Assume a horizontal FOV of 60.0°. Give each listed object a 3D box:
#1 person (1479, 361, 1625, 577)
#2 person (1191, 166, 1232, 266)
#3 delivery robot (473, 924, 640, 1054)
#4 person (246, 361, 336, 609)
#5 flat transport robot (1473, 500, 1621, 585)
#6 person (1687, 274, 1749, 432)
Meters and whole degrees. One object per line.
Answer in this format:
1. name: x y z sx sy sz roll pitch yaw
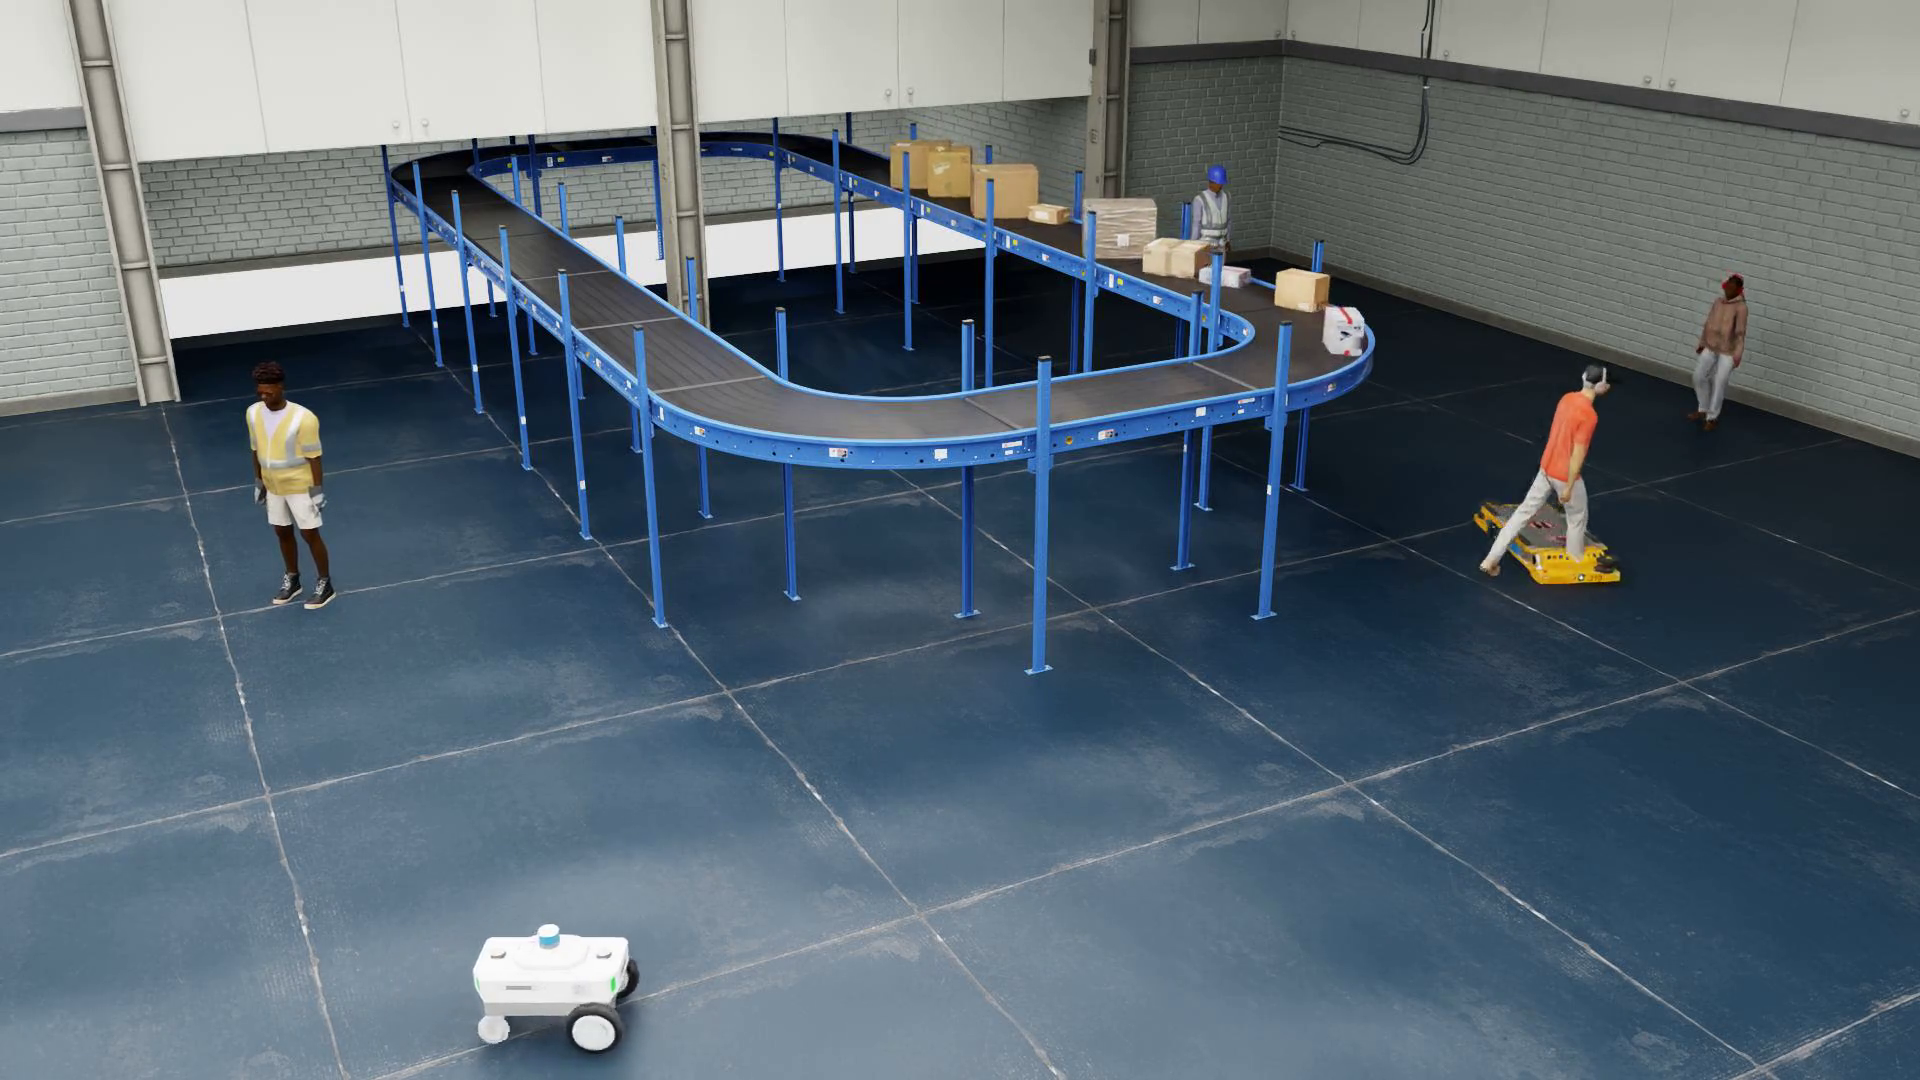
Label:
1. person: 4.659 -0.515 13.064 0.982 1.860 0.533 -4 22 -11
2. person: 3.163 -3.739 20.909 0.610 1.933 0.413 -15 26 -32
3. delivery robot: -1.994 2.159 8.148 0.767 0.587 0.499 0 22 0
4. person: -5.110 -0.423 12.676 0.606 1.958 0.368 8 23 18
5. flat transport robot: 4.869 0.006 13.859 0.659 0.231 1.431 -2 22 -5
6. person: 7.681 -1.906 16.771 0.384 1.626 0.562 -11 24 -25
